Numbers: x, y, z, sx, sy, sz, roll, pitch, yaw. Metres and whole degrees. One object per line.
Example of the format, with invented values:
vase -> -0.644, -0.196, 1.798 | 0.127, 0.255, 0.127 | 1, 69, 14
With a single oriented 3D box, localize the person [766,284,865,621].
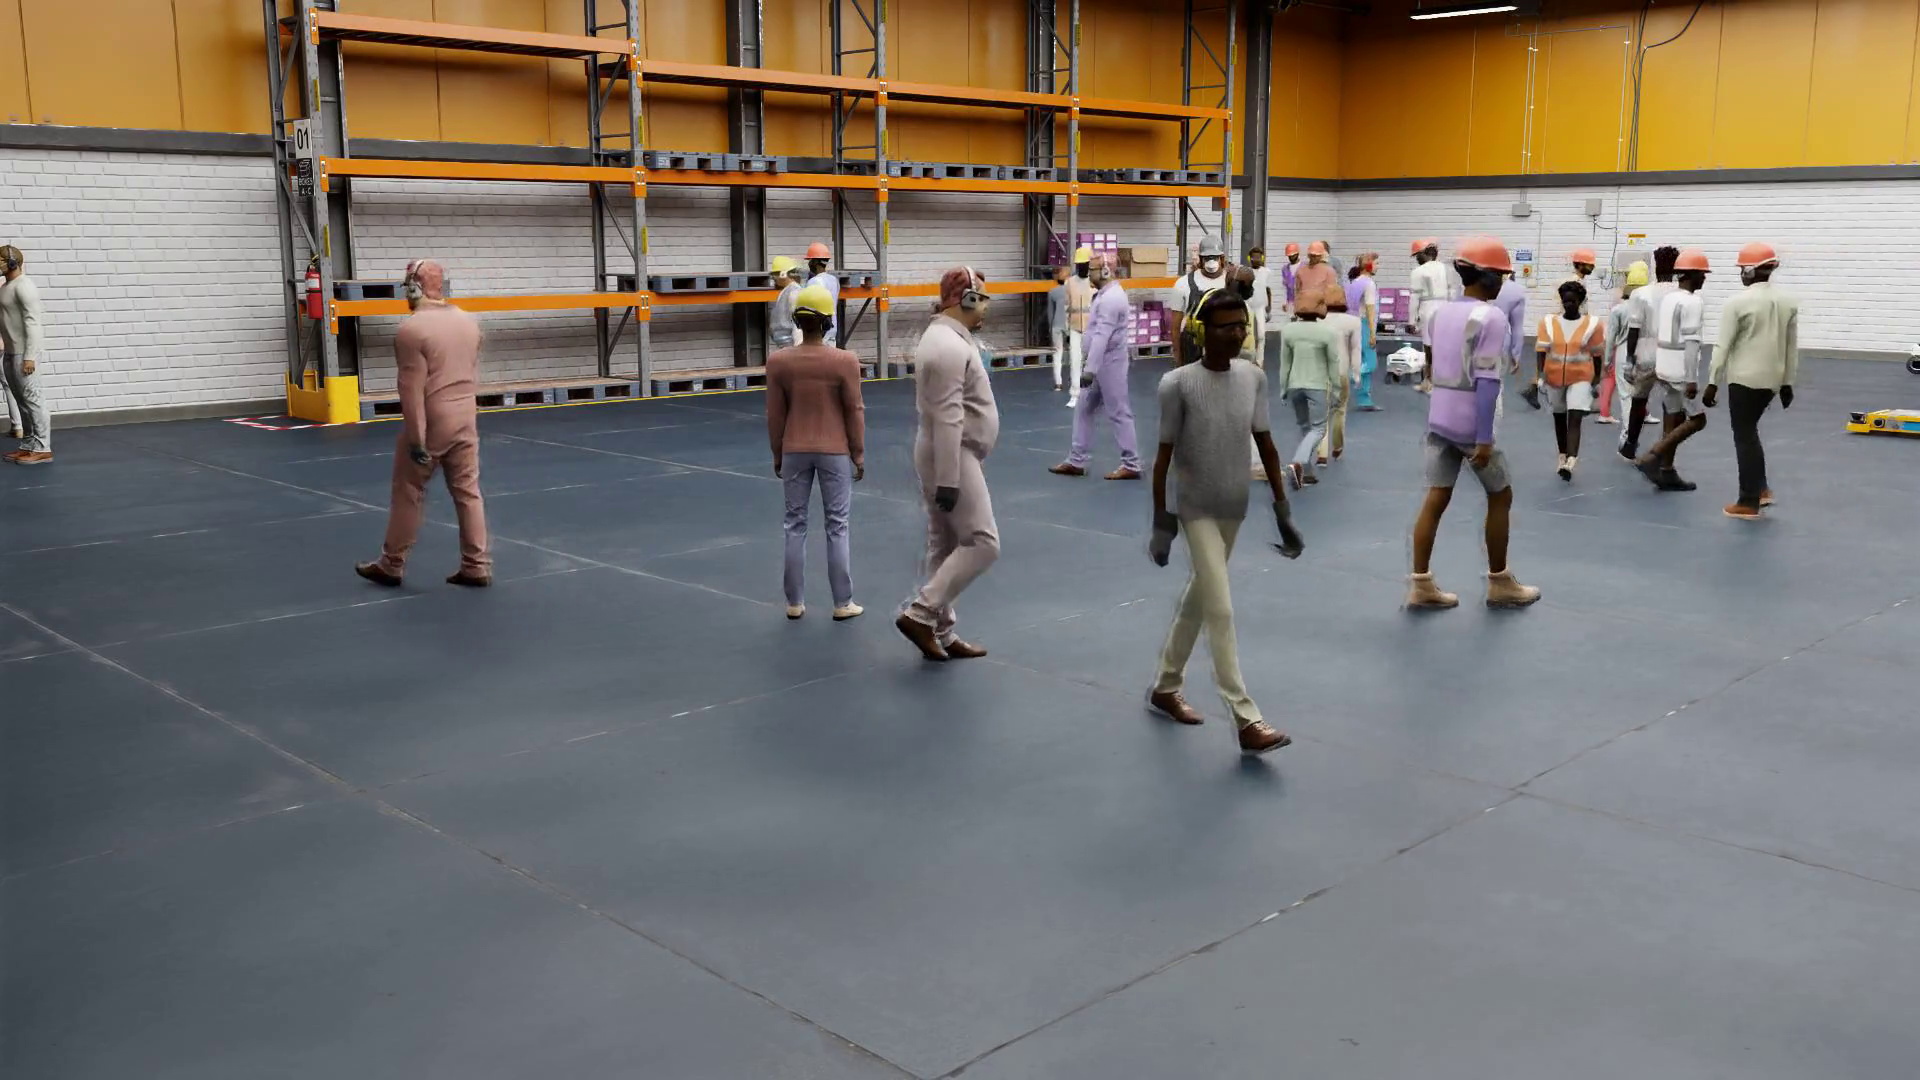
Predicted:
person -> -0.752, -0.450, 8.748 | 0.525, 1.769, 0.309 | 2, 11, 10

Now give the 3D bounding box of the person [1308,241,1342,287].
person -> 6.295, -4.225, 28.914 | 0.665, 1.915, 0.449 | 8, 13, 38

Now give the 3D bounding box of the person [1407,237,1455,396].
person -> 5.885, -2.798, 20.952 | 0.688, 1.984, 0.802 | -6, 12, -31

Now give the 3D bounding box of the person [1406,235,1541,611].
person -> 2.807, -0.614, 8.959 | 0.887, 2.006, 0.628 | -4, 11, -20

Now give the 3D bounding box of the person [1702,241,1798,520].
person -> 5.642, -1.134, 11.895 | 0.614, 1.974, 0.511 | -4, 11, -23

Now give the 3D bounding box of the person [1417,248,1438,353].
person -> 7.011, -3.449, 24.851 | 0.510, 1.860, 0.316 | -10, 14, -43

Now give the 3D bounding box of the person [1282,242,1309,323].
person -> 5.659, -4.016, 27.829 | 0.602, 1.899, 0.591 | 9, 14, 42

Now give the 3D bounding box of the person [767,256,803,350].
person -> -1.745, -2.027, 17.227 | 0.440, 1.810, 0.618 | -3, 11, -18

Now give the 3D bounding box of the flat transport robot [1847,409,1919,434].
flat transport robot -> 9.794, -1.162, 16.709 | 0.652, 0.197, 1.431 | -10, 14, -44

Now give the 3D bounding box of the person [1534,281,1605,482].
person -> 5.021, -1.313, 13.765 | 0.525, 1.636, 0.920 | 6, 12, 31

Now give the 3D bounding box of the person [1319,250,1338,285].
person -> 5.591, -3.628, 26.006 | 0.589, 1.799, 0.901 | 4, 11, 19

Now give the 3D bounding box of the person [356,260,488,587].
person -> -3.106, -0.657, 9.590 | 0.825, 1.877, 0.651 | 5, 12, 27

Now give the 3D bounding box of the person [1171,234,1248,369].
person -> 2.212, -1.681, 14.708 | 0.689, 2.000, 0.538 | 0, 10, 1

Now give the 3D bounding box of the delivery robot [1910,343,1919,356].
delivery robot -> 14.287, -2.736, 24.260 | 0.707, 0.478, 0.477 | 8, 13, 38

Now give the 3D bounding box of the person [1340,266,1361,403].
person -> 4.803, -2.494, 20.223 | 0.544, 1.646, 0.885 | -1, 10, -5

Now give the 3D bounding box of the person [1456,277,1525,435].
person -> 4.882, -1.734, 15.348 | 0.639, 1.917, 0.648 | 1, 10, 3

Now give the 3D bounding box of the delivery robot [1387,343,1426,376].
delivery robot -> 6.085, -2.441, 22.651 | 0.477, 0.478, 0.707 | 7, 12, 32

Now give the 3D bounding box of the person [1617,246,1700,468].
person -> 6.079, -1.583, 14.488 | 0.622, 1.918, 0.946 | 2, 11, 8

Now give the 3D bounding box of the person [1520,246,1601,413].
person -> 6.929, -2.400, 19.021 | 0.840, 1.909, 0.549 | 2, 11, 13

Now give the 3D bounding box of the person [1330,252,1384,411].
person -> 4.577, -2.369, 19.021 | 0.602, 1.833, 0.579 | -1, 10, -5

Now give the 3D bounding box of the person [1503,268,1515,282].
person -> 7.867, -3.385, 24.470 | 0.627, 1.861, 0.971 | 1, 10, 6

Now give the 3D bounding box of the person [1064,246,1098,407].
person -> 1.533, -2.555, 19.893 | 0.598, 1.898, 0.871 | 5, 11, 24

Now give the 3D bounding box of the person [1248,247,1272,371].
person -> 4.352, -3.395, 24.586 | 0.535, 1.844, 0.746 | 1, 10, 4

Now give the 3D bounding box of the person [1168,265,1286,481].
person -> 2.194, -1.375, 13.753 | 0.995, 1.795, 0.640 | 7, 12, 33

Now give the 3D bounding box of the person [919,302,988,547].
person -> -0.036, -0.706, 10.540 | 0.516, 1.625, 0.375 | 9, 14, 41

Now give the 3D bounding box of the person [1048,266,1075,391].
person -> 1.410, -2.781, 21.868 | 0.519, 1.604, 0.726 | 4, 11, 23

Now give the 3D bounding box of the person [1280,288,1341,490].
person -> 2.758, -1.196, 13.231 | 0.508, 1.611, 0.709 | 9, 13, 39

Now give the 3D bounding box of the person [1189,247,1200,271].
person -> 3.147, -2.871, 21.692 | 0.448, 1.870, 0.695 | -3, 11, -14

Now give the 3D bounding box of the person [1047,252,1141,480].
person -> 1.106, -1.424, 13.771 | 0.880, 1.875, 0.663 | 0, 10, -2

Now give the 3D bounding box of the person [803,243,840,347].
person -> -1.526, -2.248, 18.086 | 0.362, 1.938, 0.545 | 4, 11, 21

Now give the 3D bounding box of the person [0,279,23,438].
person -> -9.577, -1.900, 16.450 | 0.429, 1.844, 0.626 | 6, 12, 28

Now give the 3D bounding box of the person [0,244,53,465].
person -> -8.351, -1.643, 14.781 | 0.635, 1.938, 0.359 | 10, 14, 44

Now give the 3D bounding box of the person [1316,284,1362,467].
person -> 3.283, -1.463, 14.747 | 0.517, 1.584, 0.837 | 2, 11, 11

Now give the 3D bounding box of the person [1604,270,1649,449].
person -> 6.387, -1.702, 15.774 | 0.490, 1.698, 0.895 | 1, 10, 3

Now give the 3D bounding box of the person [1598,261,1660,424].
person -> 7.227, -2.097, 17.809 | 0.748, 1.741, 0.537 | -2, 11, -13

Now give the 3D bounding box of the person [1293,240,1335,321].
person -> 5.067, -3.291, 23.741 | 0.637, 1.963, 0.853 | 7, 12, 33

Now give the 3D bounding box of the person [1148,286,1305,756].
person -> 1.060, -0.085, 6.605 | 0.539, 1.818, 0.967 | -6, 12, -31

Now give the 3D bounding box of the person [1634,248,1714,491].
person -> 5.634, -1.318, 13.060 | 0.466, 1.918, 0.563 | 0, 10, -1

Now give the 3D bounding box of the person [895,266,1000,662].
person -> -0.012, -0.343, 7.869 | 0.428, 1.880, 0.652 | -1, 10, -6
